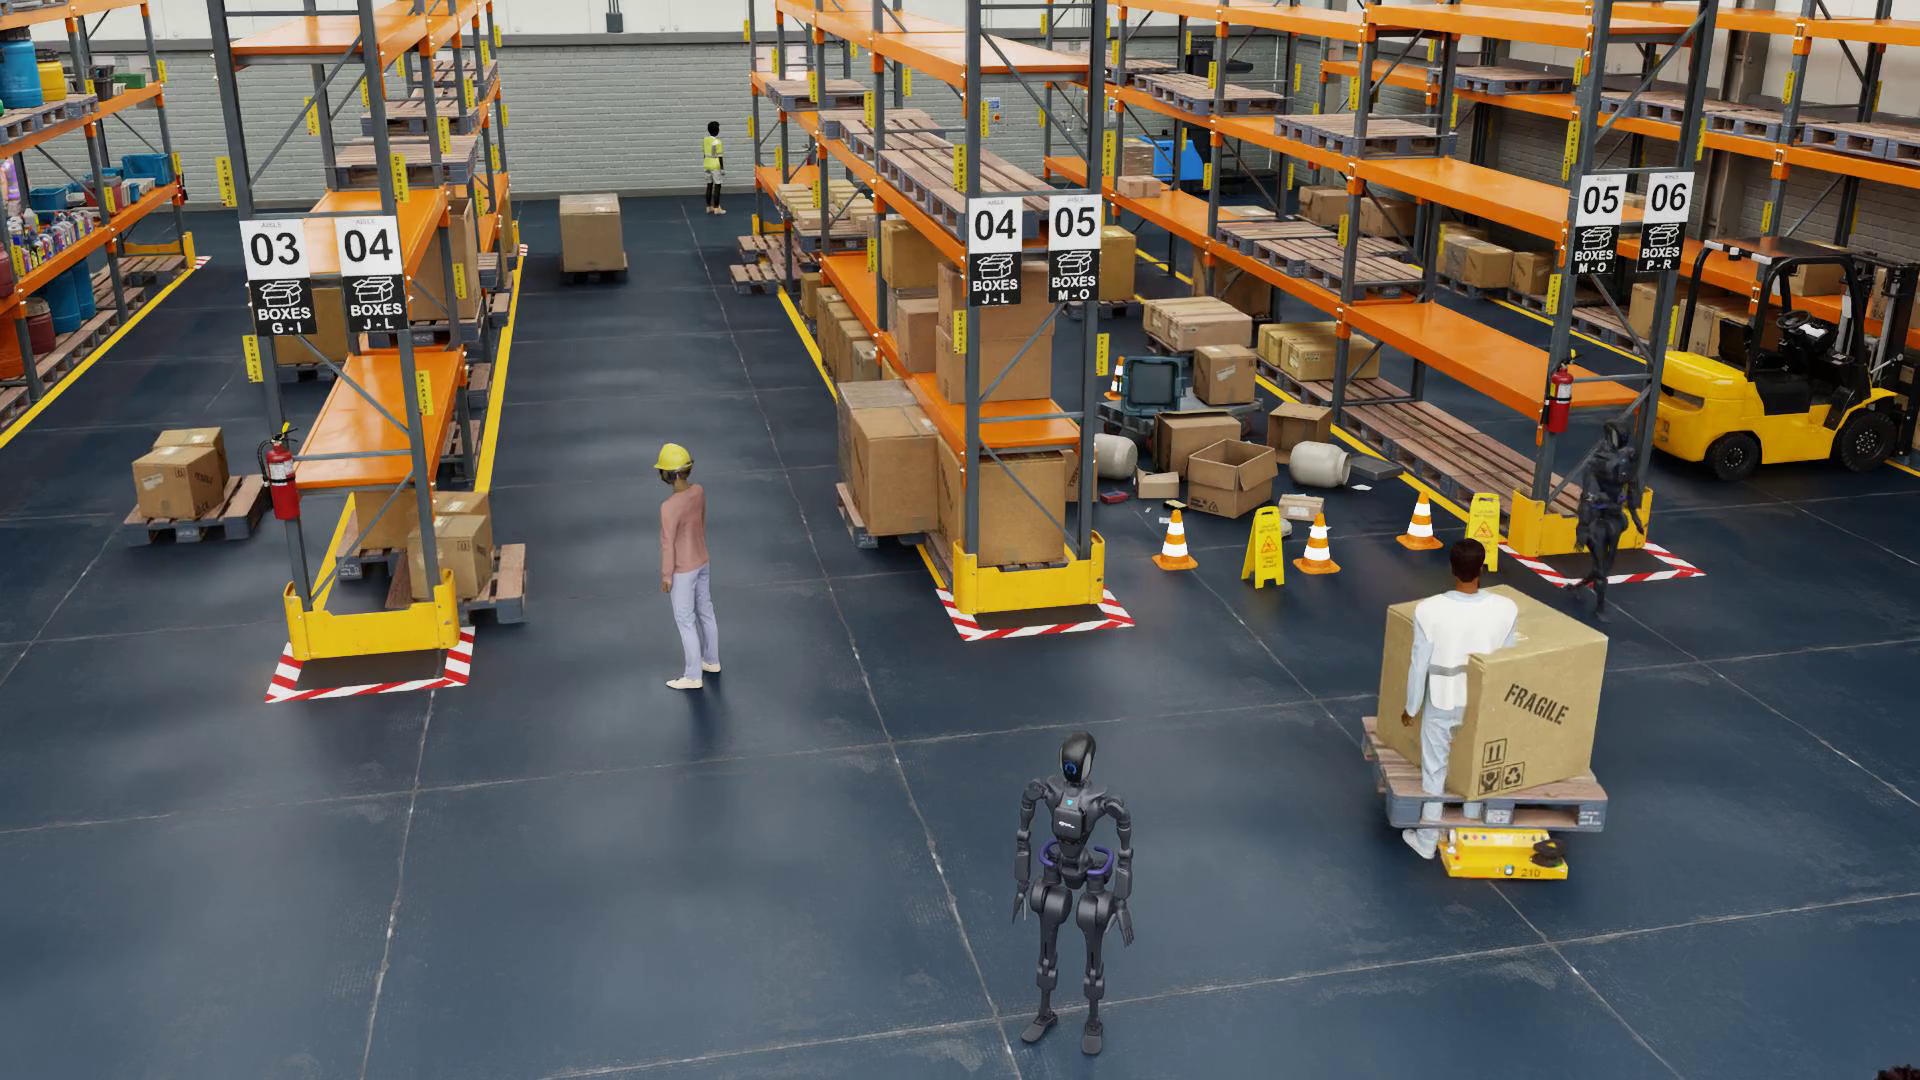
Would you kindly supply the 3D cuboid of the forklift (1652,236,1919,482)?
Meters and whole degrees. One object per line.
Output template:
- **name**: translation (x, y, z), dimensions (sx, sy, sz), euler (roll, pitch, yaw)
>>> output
- **forklift**: translation (8.013, -1.814, 16.330), dimensions (2.313, 2.155, 1.214), euler (-4, 21, -12)

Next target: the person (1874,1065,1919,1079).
- **person**: translation (2.814, 2.467, 5.199), dimensions (0.618, 1.905, 1.017), euler (-7, 21, -17)

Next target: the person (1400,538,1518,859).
- **person**: translation (2.797, 0.913, 9.384), dimensions (0.588, 1.915, 0.398), euler (-1, 20, -2)

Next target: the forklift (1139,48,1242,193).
- **forklift**: translation (4.566, -8.313, 32.860), dimensions (1.873, 2.768, 1.129), euler (-4, 21, -12)

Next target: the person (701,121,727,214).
- **person**: translation (-4.525, -6.842, 30.588), dimensions (0.538, 1.687, 0.319), euler (17, 27, 39)

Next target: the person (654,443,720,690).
- **person**: translation (-1.931, 0.178, 11.590), dimensions (0.341, 1.758, 0.518), euler (7, 22, 18)

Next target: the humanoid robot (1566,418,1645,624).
- **humanoid robot**: translation (4.906, -0.192, 12.752), dimensions (0.621, 1.648, 0.558), euler (-7, 22, -18)

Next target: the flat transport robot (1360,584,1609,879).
- **flat transport robot**: translation (3.082, 1.576, 9.958), dimensions (0.659, 0.231, 1.431), euler (1, 20, 2)

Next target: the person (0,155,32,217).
- **person**: translation (-15.369, -5.564, 27.151), dimensions (0.348, 1.688, 0.491), euler (11, 23, 28)

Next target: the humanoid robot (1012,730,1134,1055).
- **humanoid robot**: translation (0.537, 1.638, 7.750), dimensions (0.599, 1.657, 0.315), euler (8, 22, 20)
